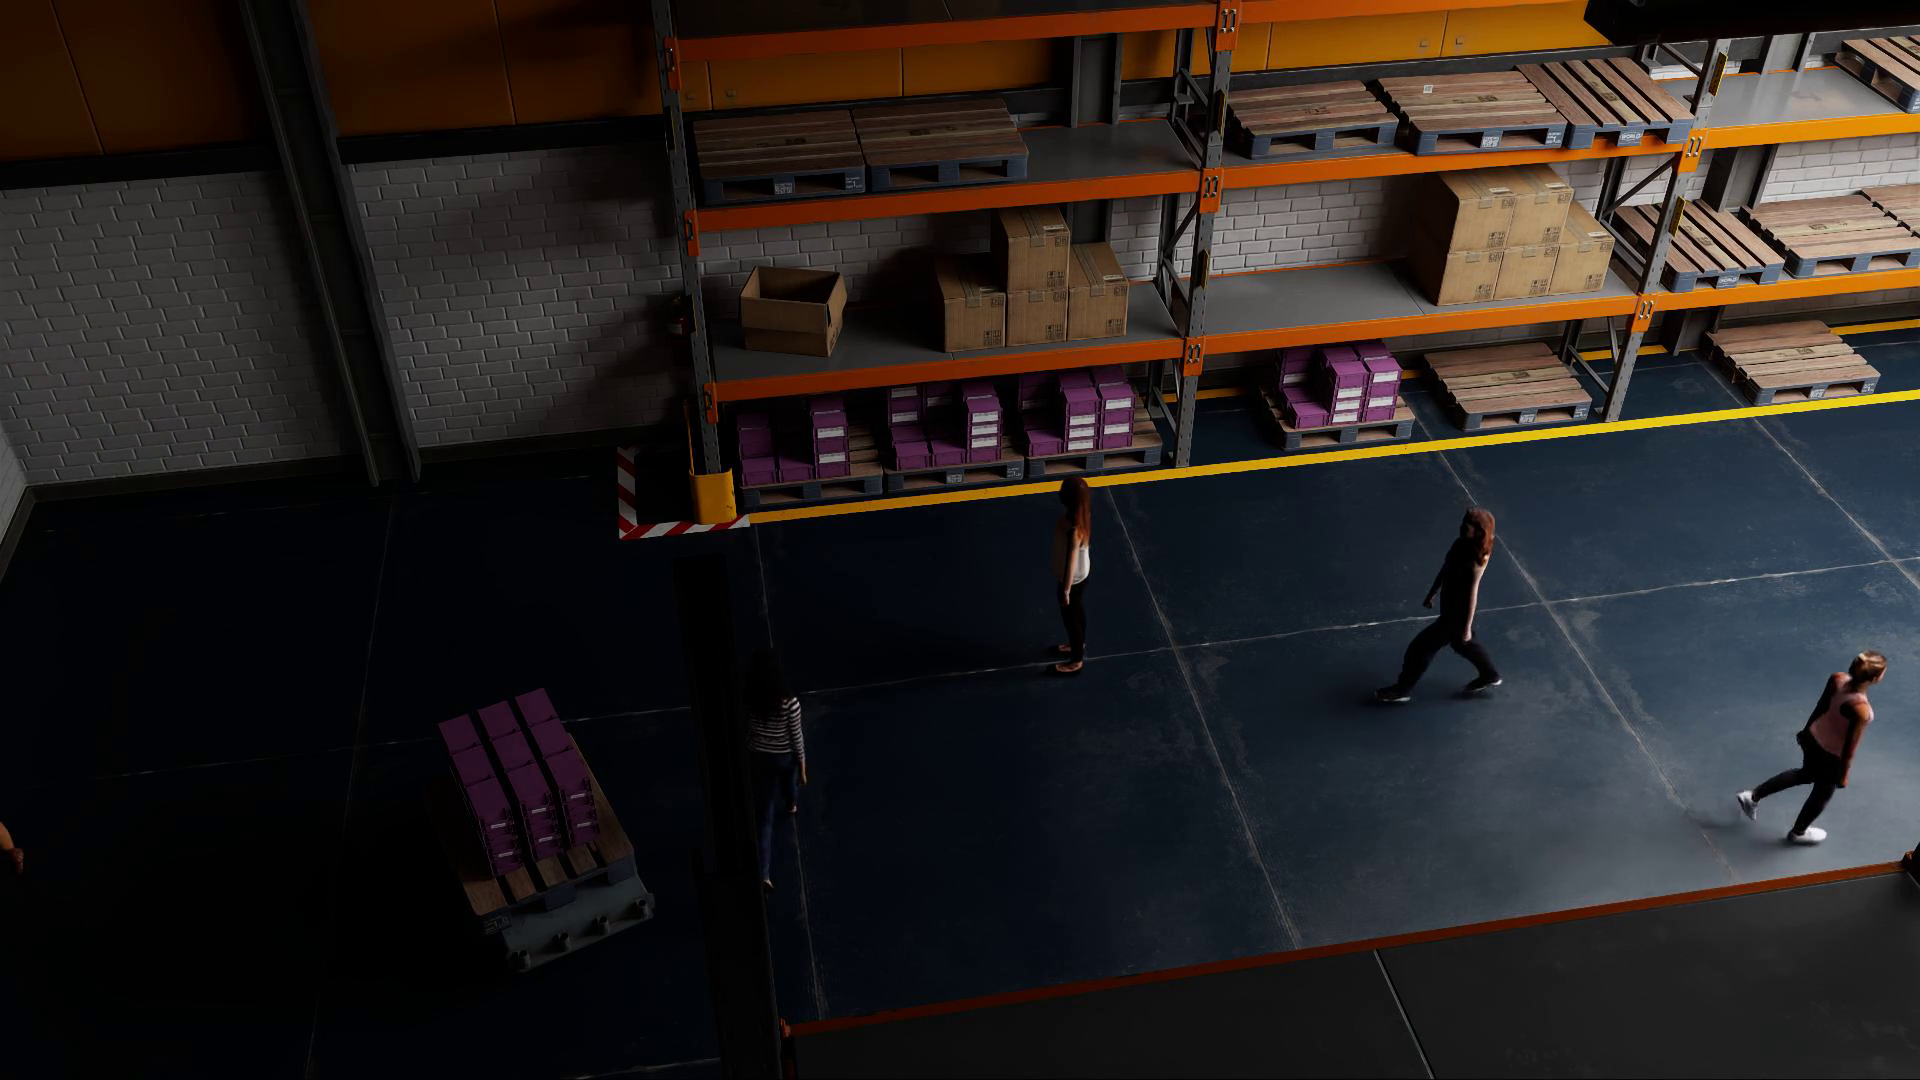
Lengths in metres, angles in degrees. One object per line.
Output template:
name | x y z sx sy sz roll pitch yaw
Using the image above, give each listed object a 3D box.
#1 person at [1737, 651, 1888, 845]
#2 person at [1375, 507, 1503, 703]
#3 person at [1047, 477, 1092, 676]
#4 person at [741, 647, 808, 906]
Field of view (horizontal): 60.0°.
person | 5.453 1.330 10.651 0.869 1.640 0.679 2 39 2
person | 3.571 0.485 11.657 1.184 1.704 0.693 -2 39 -3
person | 0.822 0.244 11.947 0.609 1.721 0.622 6 39 8
person | -1.204 1.487 10.378 1.181 1.736 0.867 4 39 5
